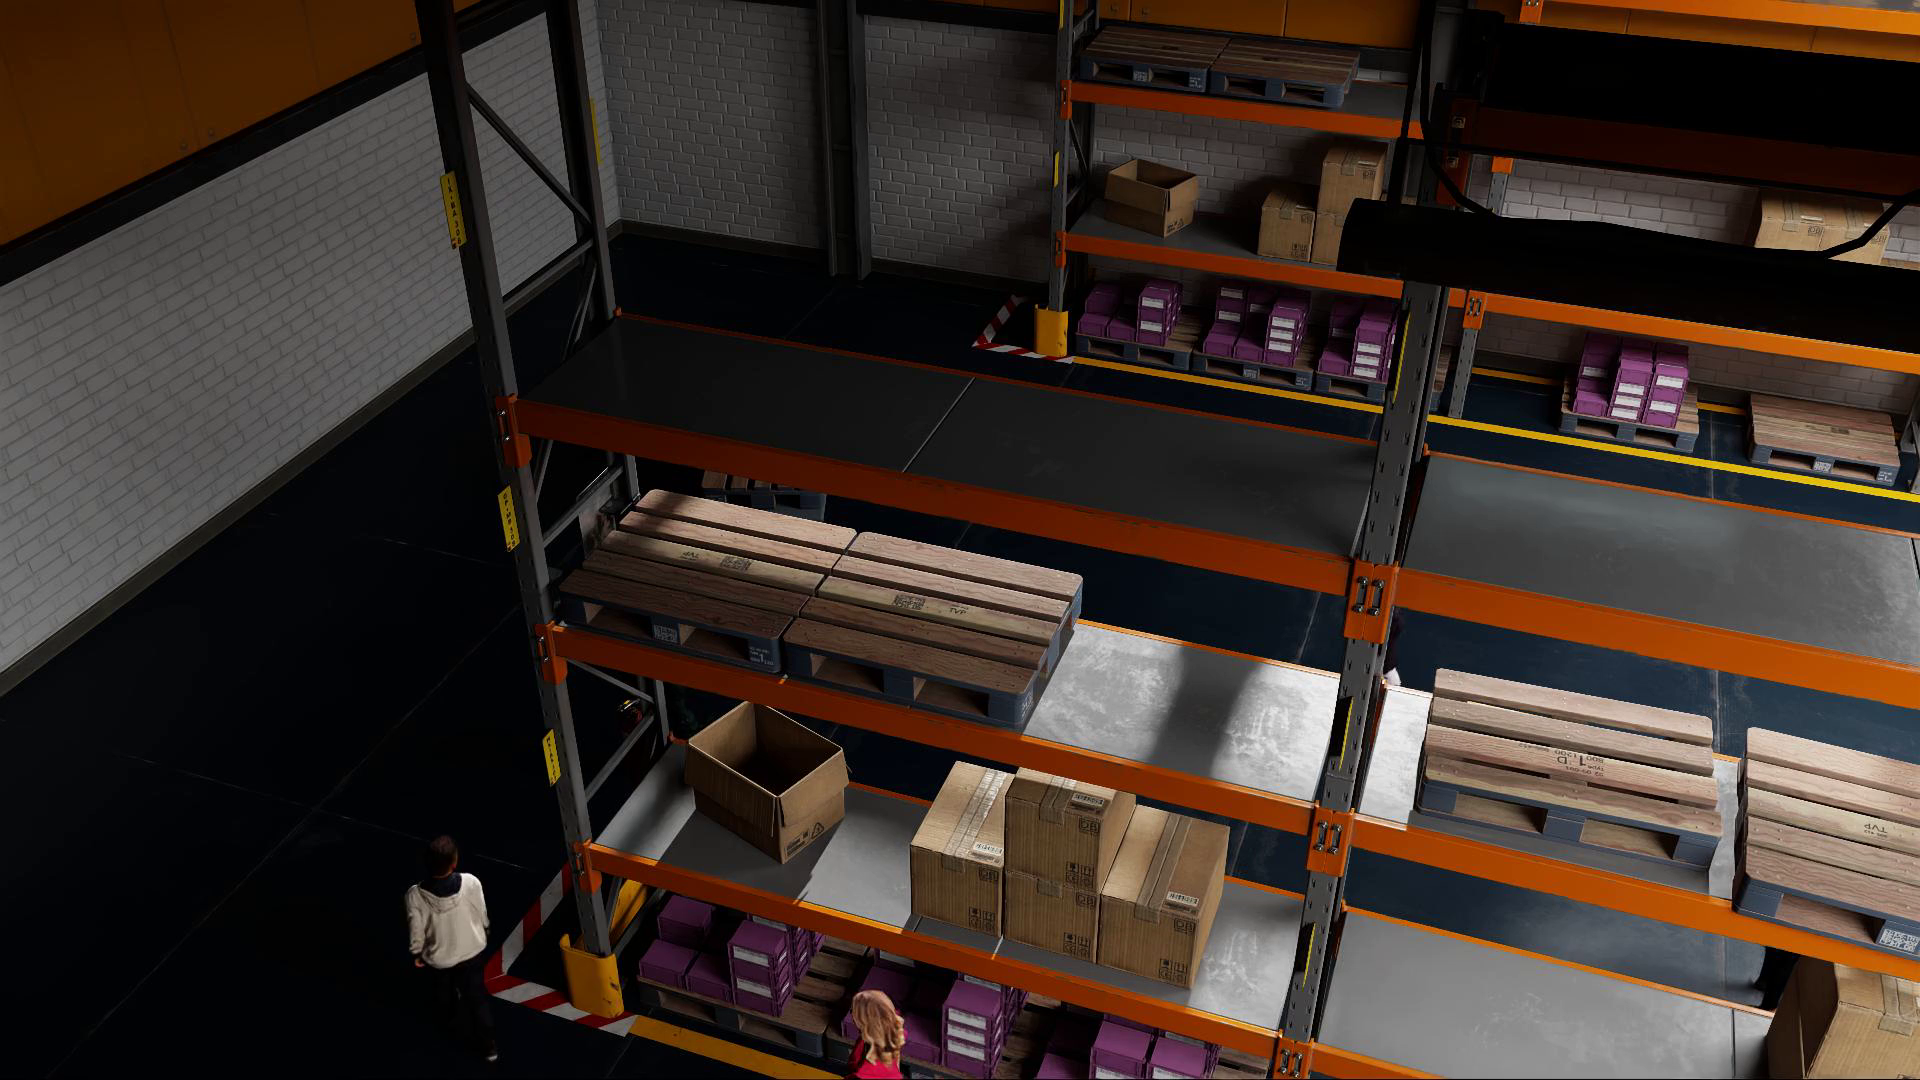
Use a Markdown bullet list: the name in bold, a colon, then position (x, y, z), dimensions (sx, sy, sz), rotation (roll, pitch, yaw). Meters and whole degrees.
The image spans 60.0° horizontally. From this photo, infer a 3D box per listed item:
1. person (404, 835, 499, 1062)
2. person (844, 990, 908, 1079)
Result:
- **person**: position (-2.811, 2.316, 9.297), dimensions (0.931, 1.434, 0.940), rotation (-11, 35, -15)
- **person**: position (-0.318, 2.847, 8.243), dimensions (0.708, 1.718, 0.584), rotation (11, 35, 16)
